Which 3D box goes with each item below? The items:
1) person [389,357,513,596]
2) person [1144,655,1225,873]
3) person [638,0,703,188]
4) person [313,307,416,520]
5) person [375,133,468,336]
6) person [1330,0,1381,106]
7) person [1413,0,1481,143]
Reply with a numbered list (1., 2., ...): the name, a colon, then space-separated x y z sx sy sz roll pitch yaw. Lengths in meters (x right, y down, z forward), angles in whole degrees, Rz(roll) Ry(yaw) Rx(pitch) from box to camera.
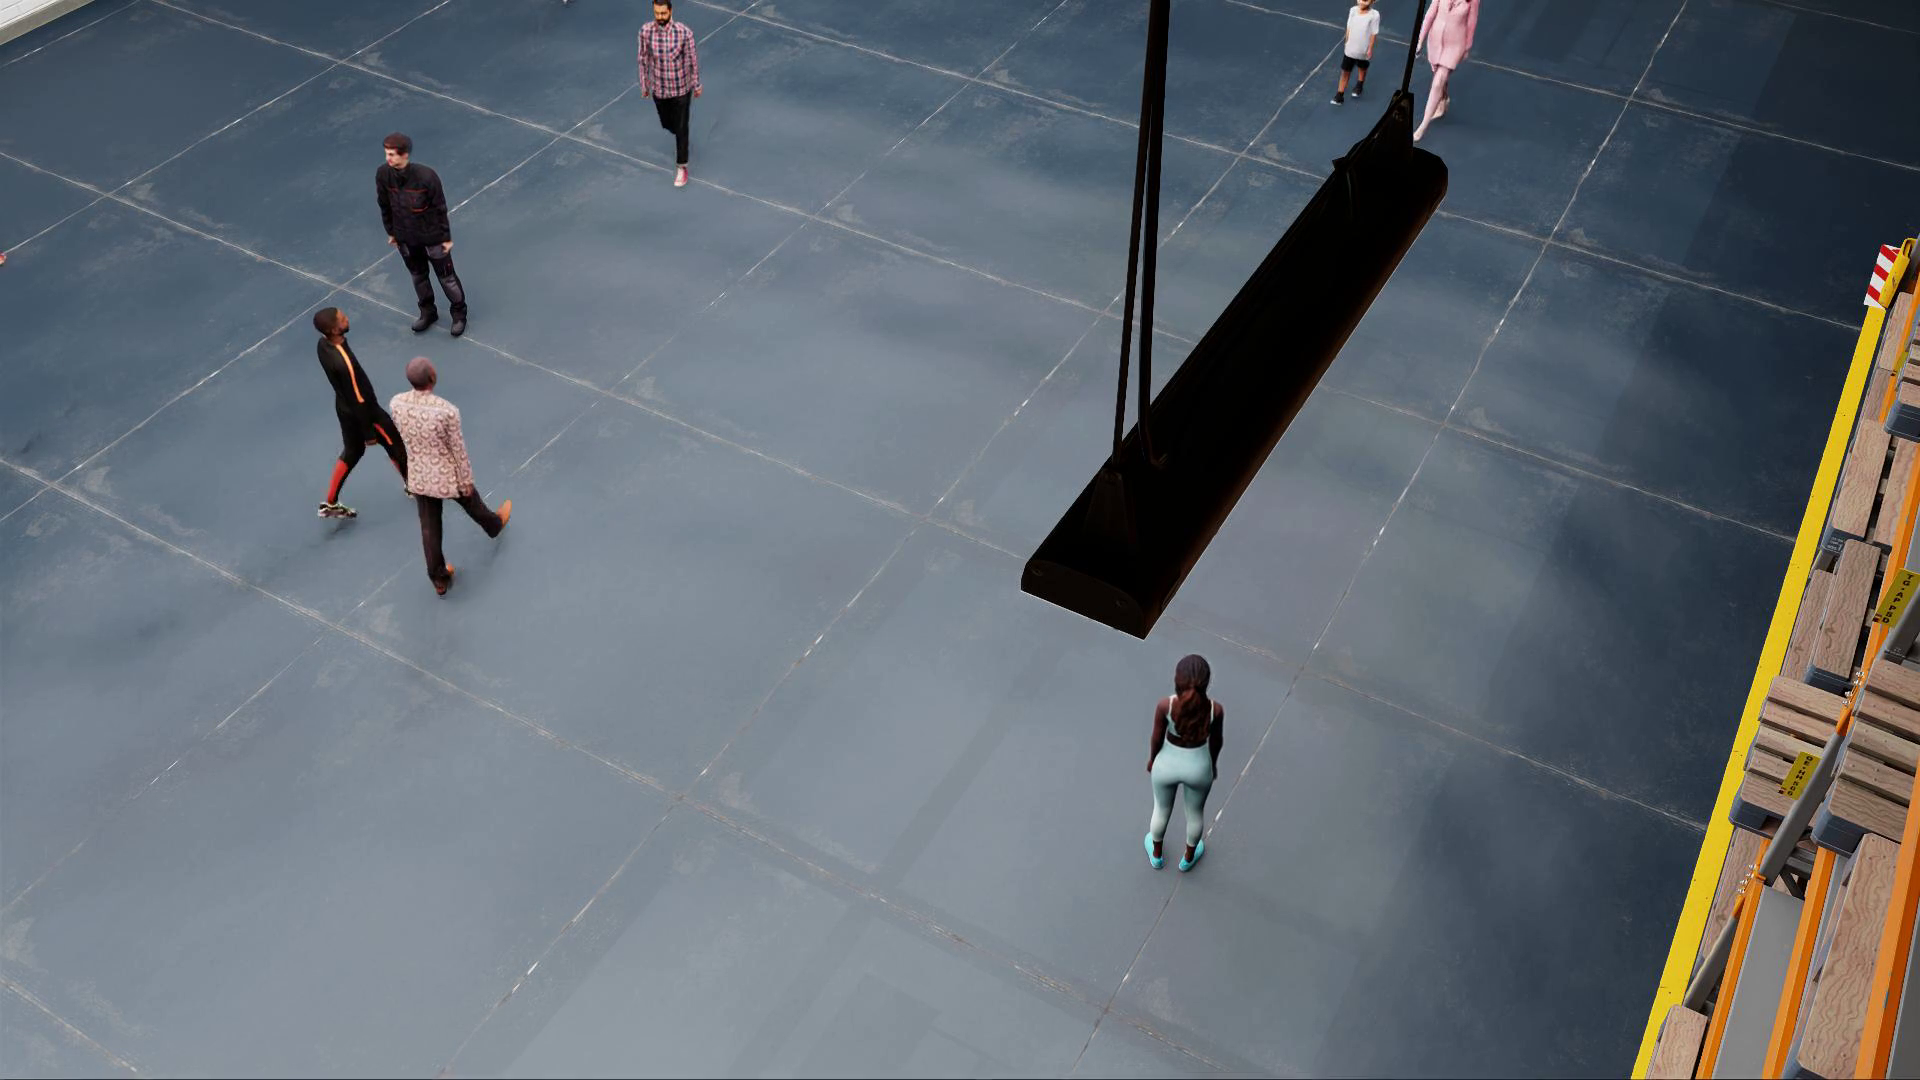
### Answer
1. person: -3.583 -0.386 11.349 0.972 1.767 1.236 4 44 4
2. person: 1.286 1.308 9.600 0.637 1.726 0.643 5 44 5
3. person: -2.663 -4.248 15.410 1.002 1.756 1.204 4 44 4
4. person: -4.368 -0.860 11.845 1.236 1.769 0.890 -33 53 -30
5. person: -4.369 -2.488 13.503 0.793 1.839 0.713 7 44 7
6. person: 4.007 -4.959 16.542 0.494 1.224 0.850 22 48 22
7. person: 4.688 -4.751 15.944 0.757 1.749 1.165 30 51 28
